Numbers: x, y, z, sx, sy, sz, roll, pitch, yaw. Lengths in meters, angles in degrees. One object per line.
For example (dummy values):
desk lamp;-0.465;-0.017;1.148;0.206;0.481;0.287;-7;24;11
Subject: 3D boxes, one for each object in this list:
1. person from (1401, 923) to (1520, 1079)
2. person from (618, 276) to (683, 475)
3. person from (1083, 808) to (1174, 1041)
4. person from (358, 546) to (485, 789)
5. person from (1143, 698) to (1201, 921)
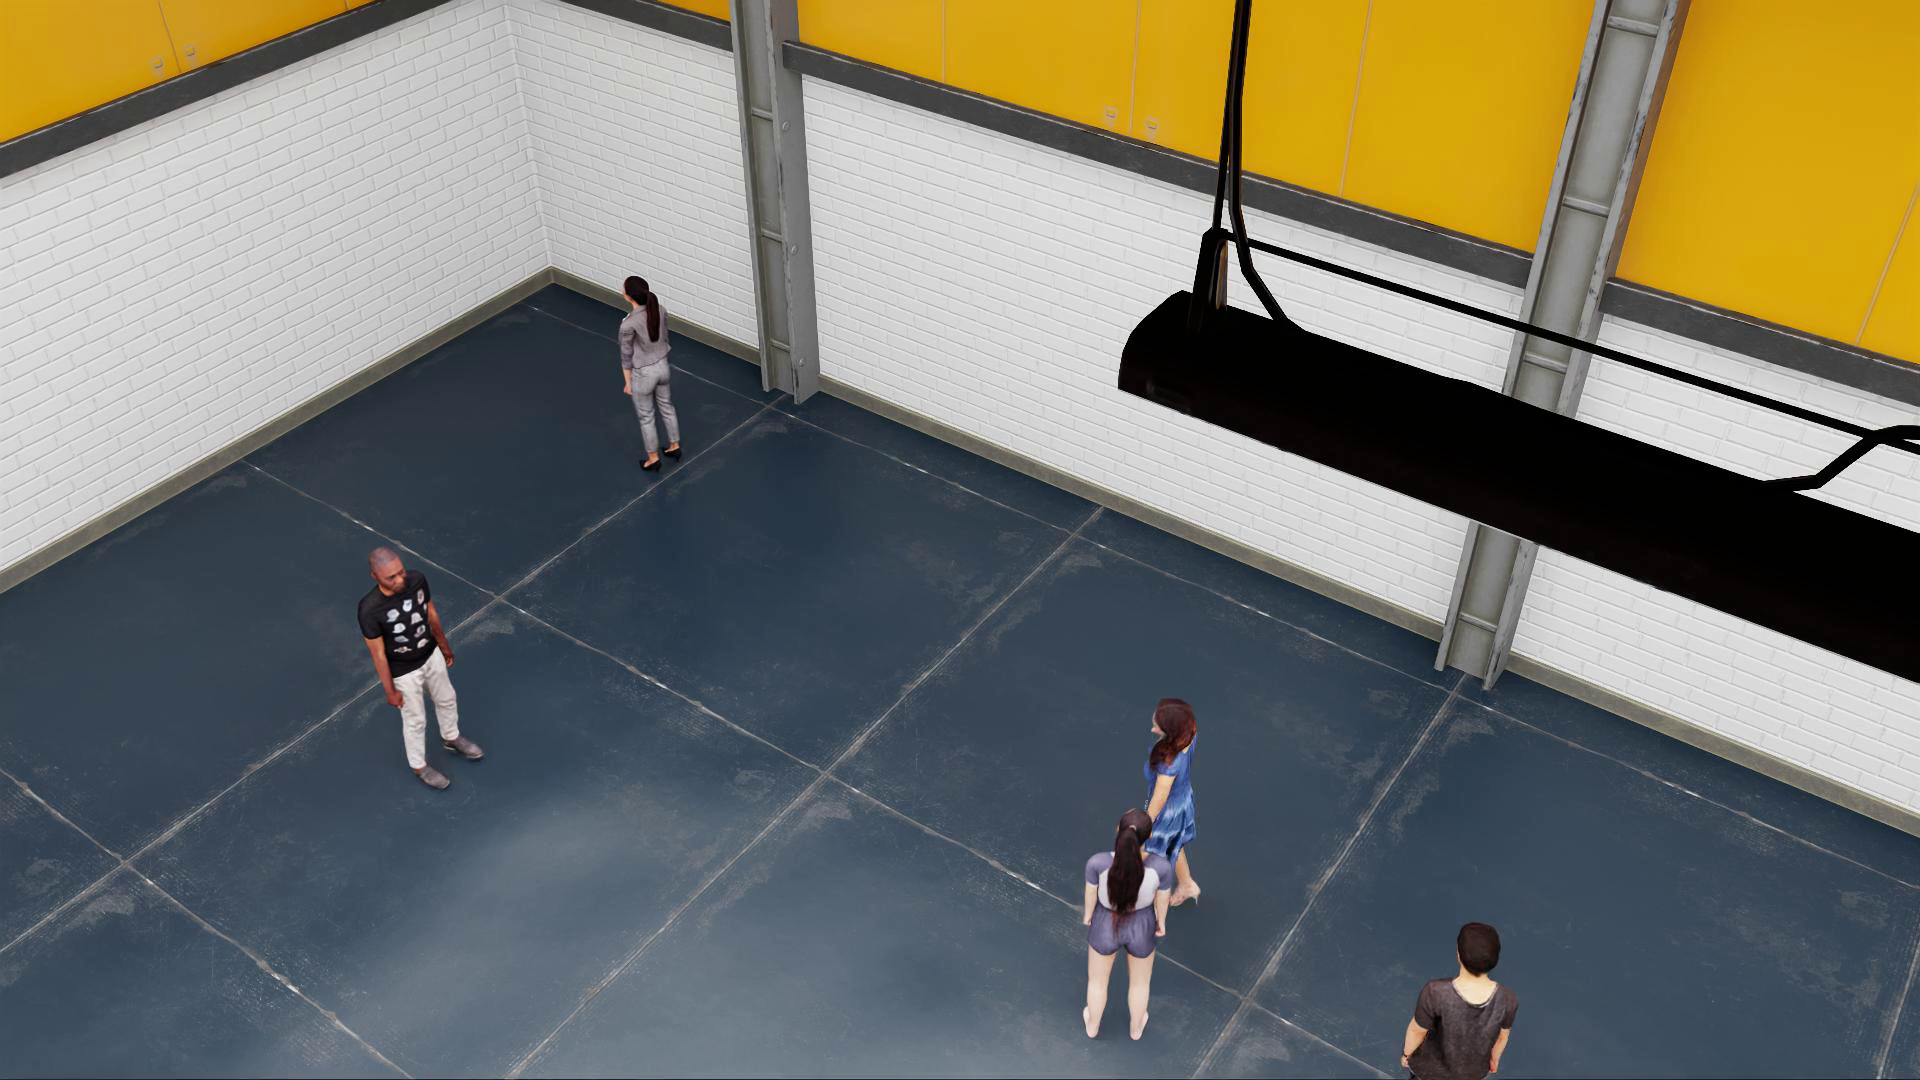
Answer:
person;2.377;2.501;7.979;0.915;1.701;0.905;5;39;6
person;-2.370;-1.256;12.705;0.566;1.675;0.601;25;45;28
person;0.852;2.021;8.626;0.607;1.644;0.727;3;39;4
person;-3.334;0.742;10.104;0.590;1.797;0.664;20;43;24
person;1.174;1.534;9.134;0.777;1.770;0.775;16;41;19
